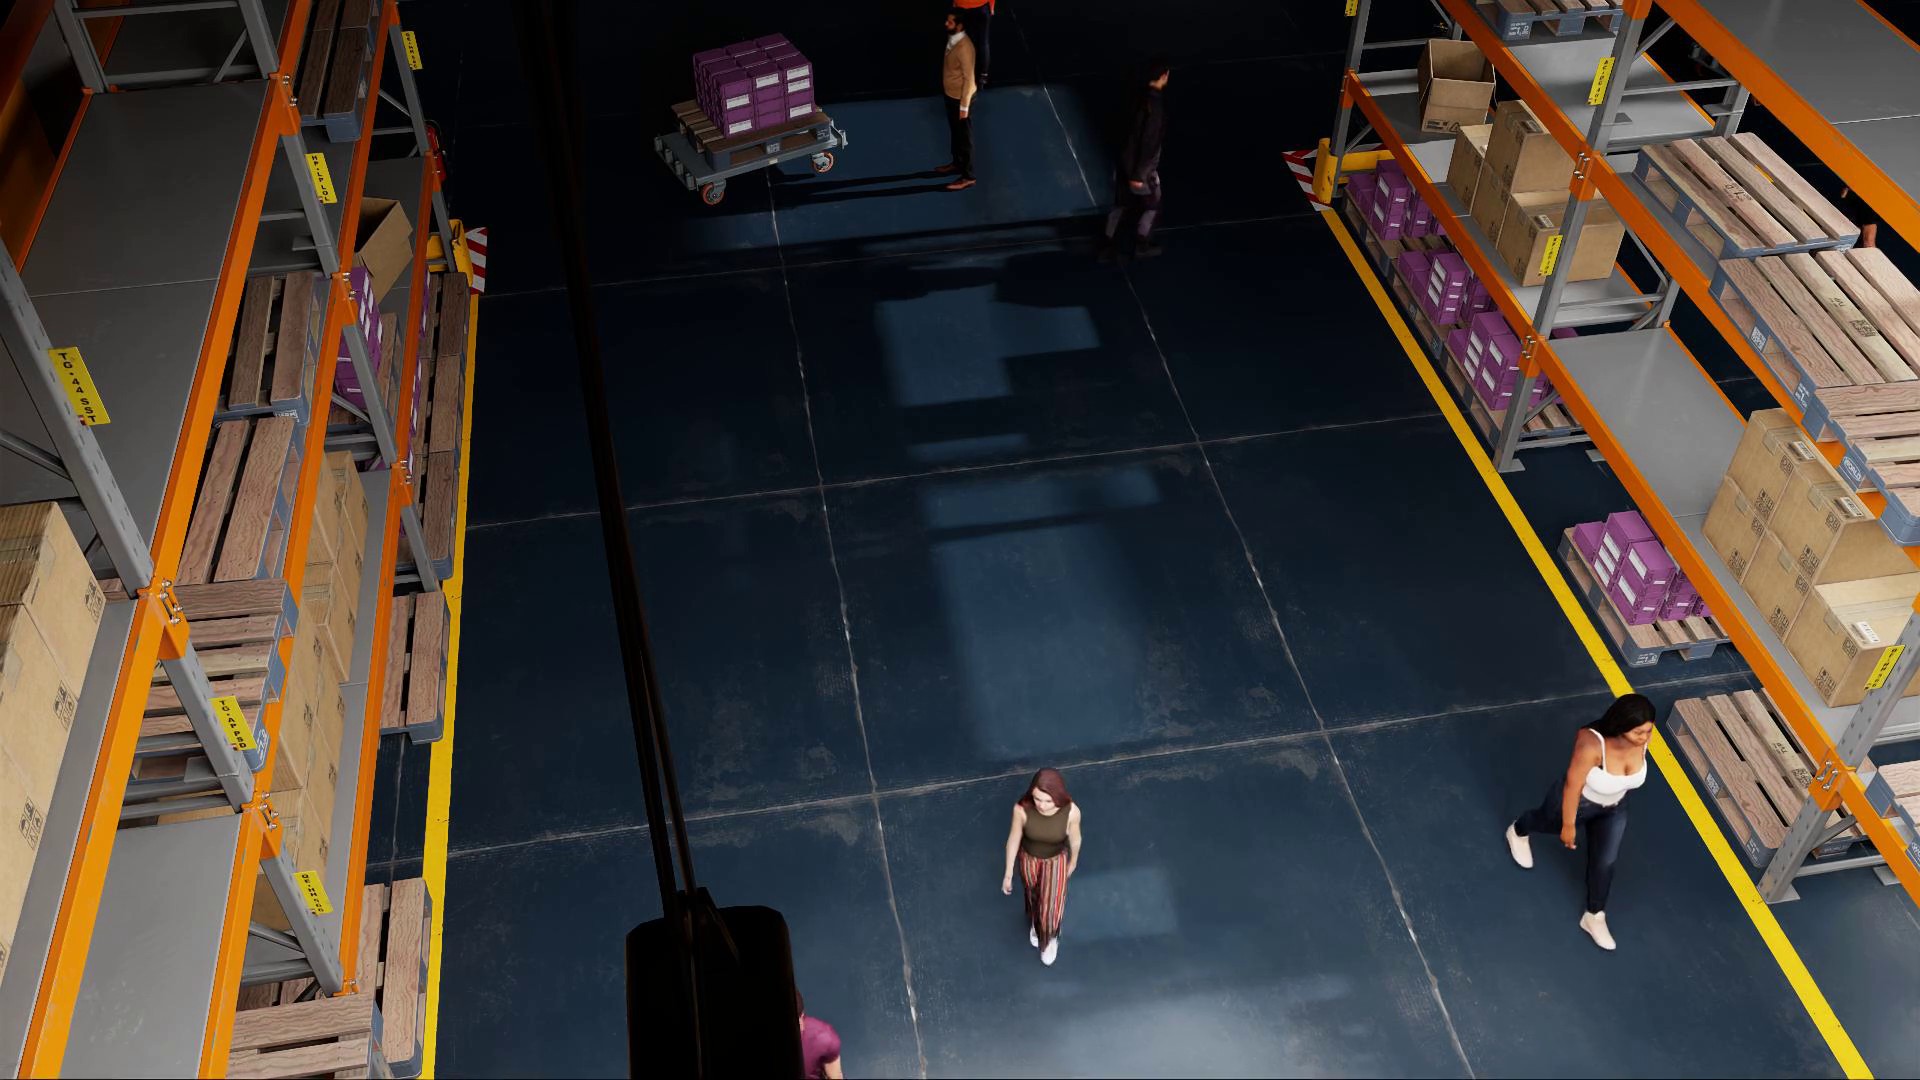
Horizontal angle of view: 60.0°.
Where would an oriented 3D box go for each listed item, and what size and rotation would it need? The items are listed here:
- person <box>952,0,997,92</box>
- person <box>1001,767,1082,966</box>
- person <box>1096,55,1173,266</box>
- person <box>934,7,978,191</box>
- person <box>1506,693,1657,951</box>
[{"bbox_3d":[0.130,-5.359,16.694,0.704,1.748,0.699,11,45,11],"label":"person"},{"bbox_3d":[0.476,1.740,9.388,0.673,1.548,0.744,10,45,11],"label":"person"},{"bbox_3d":[1.466,-3.188,14.315,0.895,1.887,0.907,-10,45,-11],"label":"person"},{"bbox_3d":[-0.002,-4.095,15.363,0.734,1.754,0.557,-11,45,-12],"label":"person"},{"bbox_3d":[3.533,1.438,9.553,0.653,1.757,1.175,-8,44,-8],"label":"person"}]
